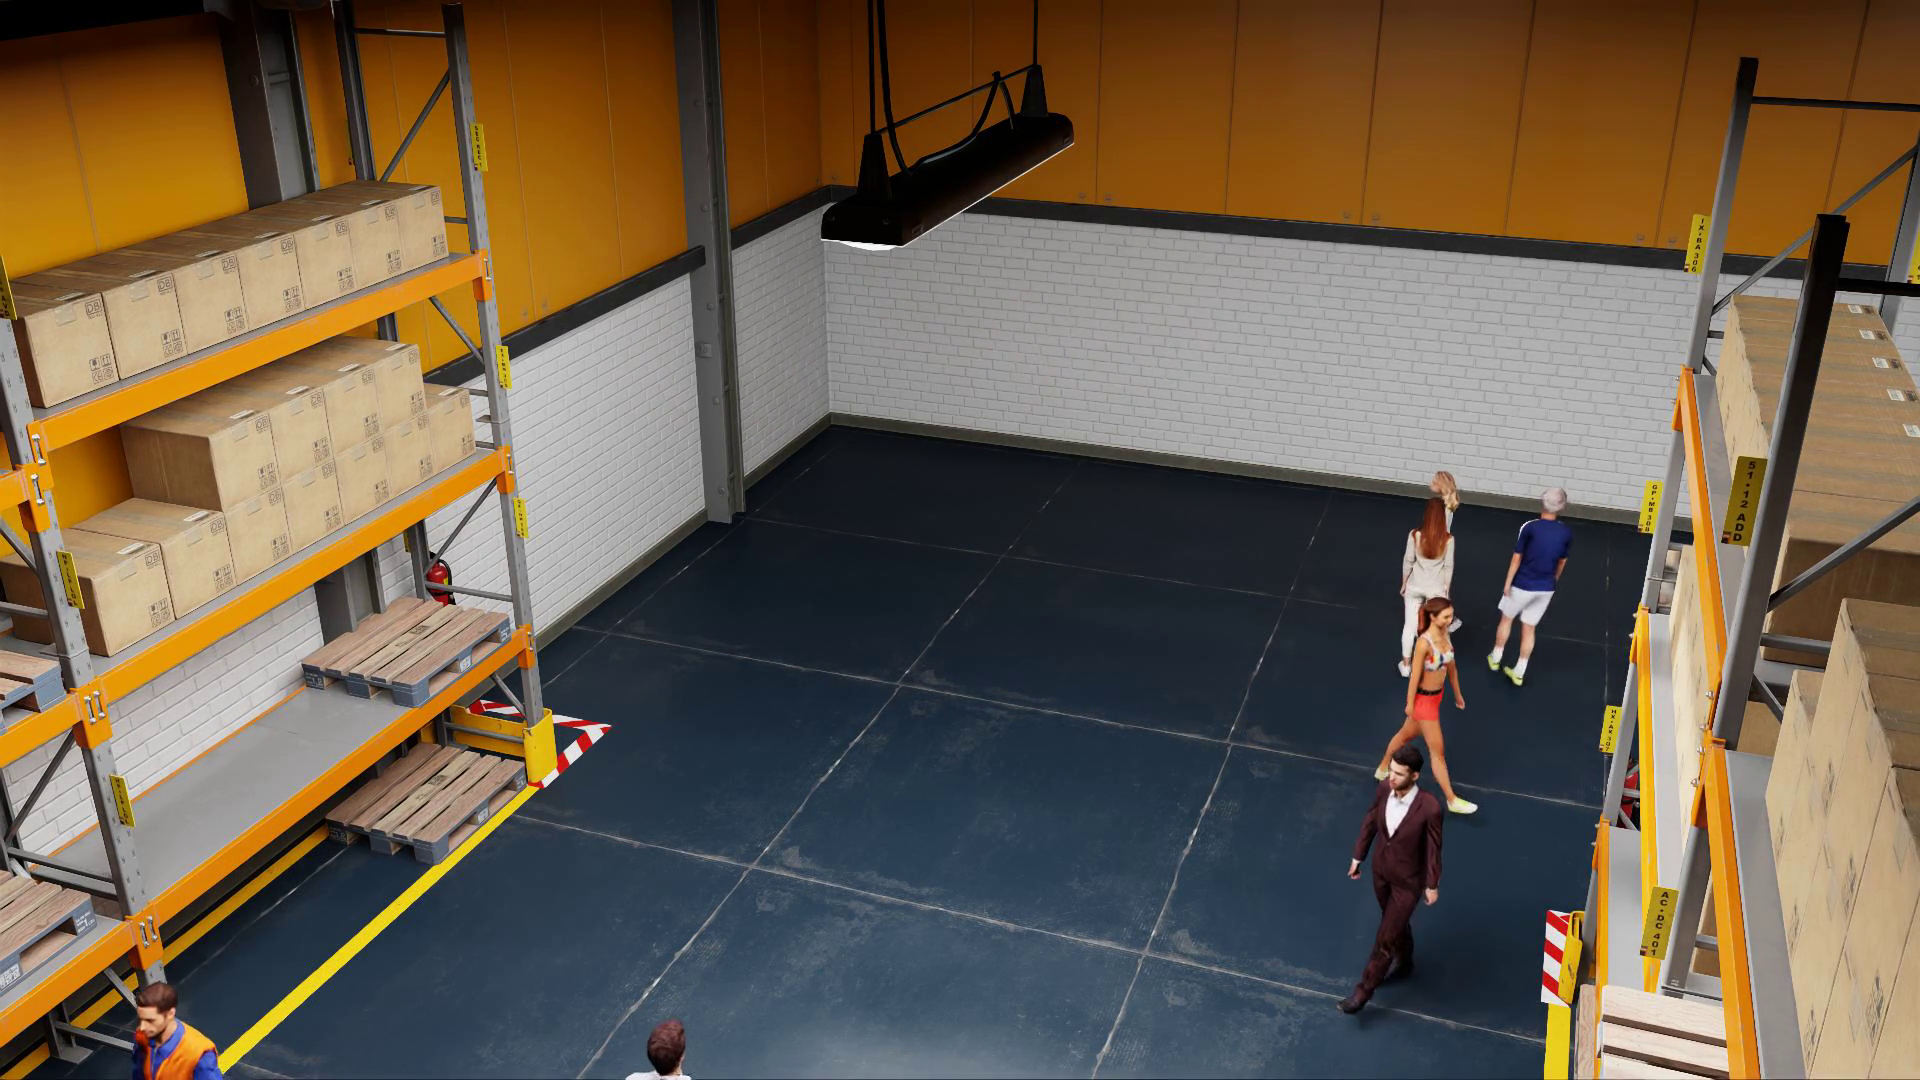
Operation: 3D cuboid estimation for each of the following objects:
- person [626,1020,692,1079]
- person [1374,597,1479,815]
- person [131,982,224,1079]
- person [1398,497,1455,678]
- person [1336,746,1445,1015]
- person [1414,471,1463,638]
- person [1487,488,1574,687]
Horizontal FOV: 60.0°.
[{"bbox_3d":[-1.446,3.235,8.234,0.699,1.830,0.867,8,25,19],"label":"person"},{"bbox_3d":[3.548,1.230,12.929,0.922,1.744,1.145,19,30,37],"label":"person"},{"bbox_3d":[-3.958,3.025,8.723,0.810,1.824,1.143,13,27,26],"label":"person"},{"bbox_3d":[4.145,0.431,14.796,0.583,1.713,0.544,9,25,20],"label":"person"},{"bbox_3d":[2.894,2.131,10.759,1.230,1.831,1.105,-15,28,-31],"label":"person"},{"bbox_3d":[4.477,0.179,15.370,0.743,1.714,0.701,11,26,24],"label":"person"},{"bbox_3d":[5.083,0.458,14.645,0.858,1.785,0.902,-3,24,-8],"label":"person"}]
